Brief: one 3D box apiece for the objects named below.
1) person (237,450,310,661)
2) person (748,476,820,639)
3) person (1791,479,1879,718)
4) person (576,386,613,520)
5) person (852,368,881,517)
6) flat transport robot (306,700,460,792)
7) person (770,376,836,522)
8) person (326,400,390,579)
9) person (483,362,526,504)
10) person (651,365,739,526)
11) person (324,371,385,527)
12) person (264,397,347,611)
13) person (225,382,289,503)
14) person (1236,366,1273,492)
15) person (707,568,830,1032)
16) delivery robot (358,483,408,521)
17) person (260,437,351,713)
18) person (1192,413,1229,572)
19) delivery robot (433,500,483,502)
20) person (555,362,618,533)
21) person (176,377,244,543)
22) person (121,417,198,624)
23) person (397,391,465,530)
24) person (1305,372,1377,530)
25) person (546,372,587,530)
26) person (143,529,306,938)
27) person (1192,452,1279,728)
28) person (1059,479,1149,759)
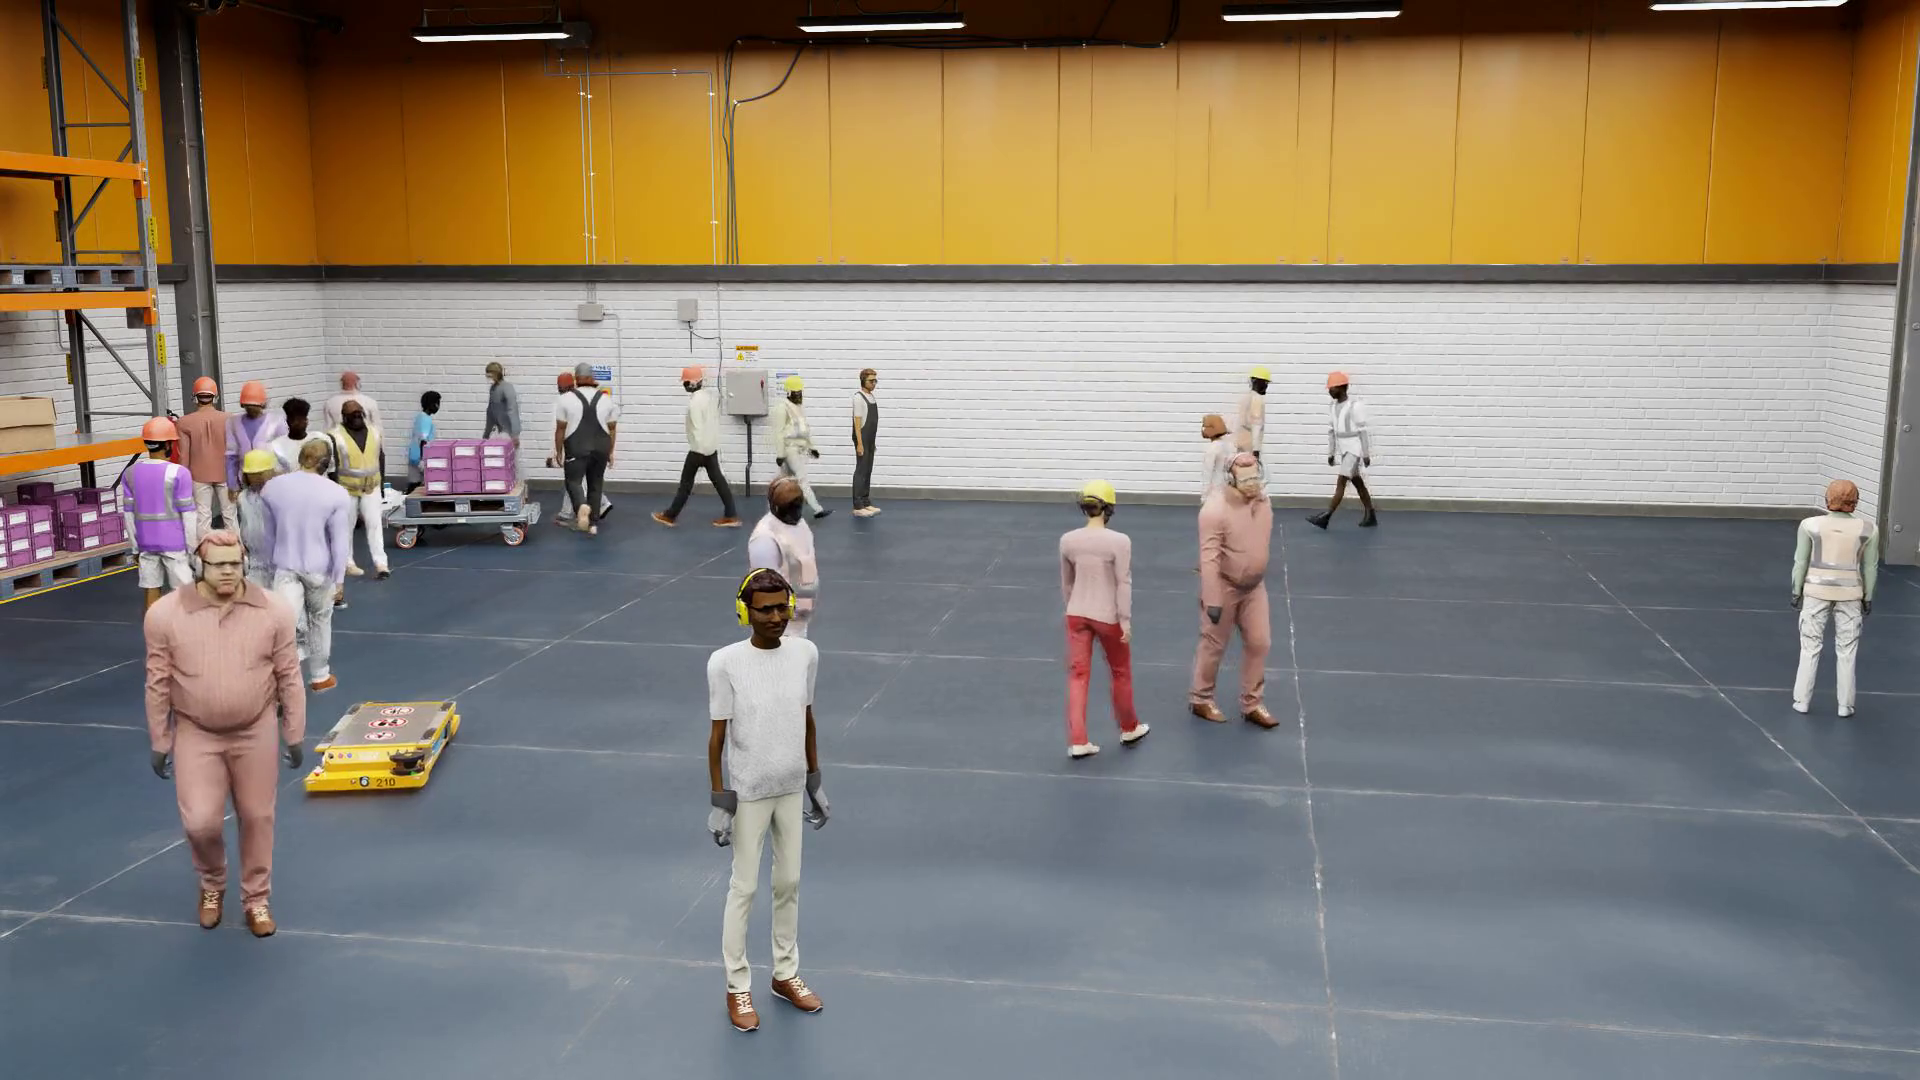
[{"bbox_3d":[-5.288,0.162,12.634,0.499,1.685,0.936,2,9,11],"label":"person"},{"bbox_3d":[-1.074,0.483,10.334,0.444,1.801,0.767,2,9,13],"label":"person"},{"bbox_3d":[5.954,0.400,11.354,0.514,1.632,0.311,4,10,22],"label":"person"},{"bbox_3d":[-4.498,-1.099,20.387,0.739,1.721,0.521,5,11,31],"label":"person"},{"bbox_3d":[-1.173,-1.217,20.732,0.324,1.841,0.517,3,10,17],"label":"person"},{"bbox_3d":[-3.548,1.246,10.312,0.652,0.197,1.431,-1,9,-8],"label":"flat transport robot"},{"bbox_3d":[-1.931,-1.098,20.155,0.943,1.775,0.598,2,9,11],"label":"person"},{"bbox_3d":[-5.915,-0.487,16.394,0.674,1.781,0.939,-8,12,-42],"label":"person"},{"bbox_3d":[-5.897,-1.352,21.409,0.643,1.892,0.756,-5,10,-26],"label":"person"},{"bbox_3d":[-3.130,-1.104,19.765,1.060,1.933,0.641,2,9,12],"label":"person"},{"bbox_3d":[-7.259,-1.091,19.927,0.642,1.862,0.979,-1,9,-4],"label":"person"},{"bbox_3d":[-5.793,-0.298,14.758,0.654,1.930,0.606,-6,11,-32],"label":"person"},{"bbox_3d":[-6.919,-0.590,16.481,0.622,1.968,1.048,1,9,3],"label":"person"},{"bbox_3d":[3.572,-1.158,20.165,0.453,1.902,0.630,-1,9,-6],"label":"person"},{"bbox_3d":[-0.768,1.027,6.729,0.536,1.869,0.312,-7,11,-35],"label":"person"},{"bbox_3d":[-6.731,-0.431,19.546,0.707,0.478,0.477,-5,11,-30],"label":"delivery robot"},{"bbox_3d":[-4.580,0.229,11.630,0.637,1.891,0.933,-1,9,-7],"label":"person"},{"bbox_3d":[2.579,-0.465,16.734,0.411,1.619,0.524,5,10,28],"label":"person"},{"bbox_3d":[-6.076,-0.483,19.869,0.707,0.478,0.477,-7,11,-36],"label":"delivery robot"},{"bbox_3d":[-4.272,-1.057,19.126,0.720,2.000,0.775,-4,10,-24],"label":"person"},{"bbox_3d":[-7.469,-0.628,16.604,0.611,1.996,0.378,-5,11,-29],"label":"person"},{"bbox_3d":[-6.073,0.029,12.711,0.548,1.937,0.379,1,9,6],"label":"person"},{"bbox_3d":[-6.250,-0.934,19.572,0.844,1.633,0.563,-5,10,-27],"label":"person"},{"bbox_3d":[4.552,-1.055,19.656,1.057,1.861,0.551,-3,10,-20],"label":"person"},{"bbox_3d":[-4.659,-1.048,19.657,0.883,1.850,0.637,5,10,28],"label":"person"},{"bbox_3d":[-3.310,0.885,7.547,0.665,1.888,0.433,-5,10,-29],"label":"person"},{"bbox_3d":[1.826,0.337,11.034,0.664,1.864,0.777,-6,11,-32],"label":"person"},{"bbox_3d":[0.907,0.480,10.534,0.540,1.721,0.828,6,11,32],"label":"person"}]
